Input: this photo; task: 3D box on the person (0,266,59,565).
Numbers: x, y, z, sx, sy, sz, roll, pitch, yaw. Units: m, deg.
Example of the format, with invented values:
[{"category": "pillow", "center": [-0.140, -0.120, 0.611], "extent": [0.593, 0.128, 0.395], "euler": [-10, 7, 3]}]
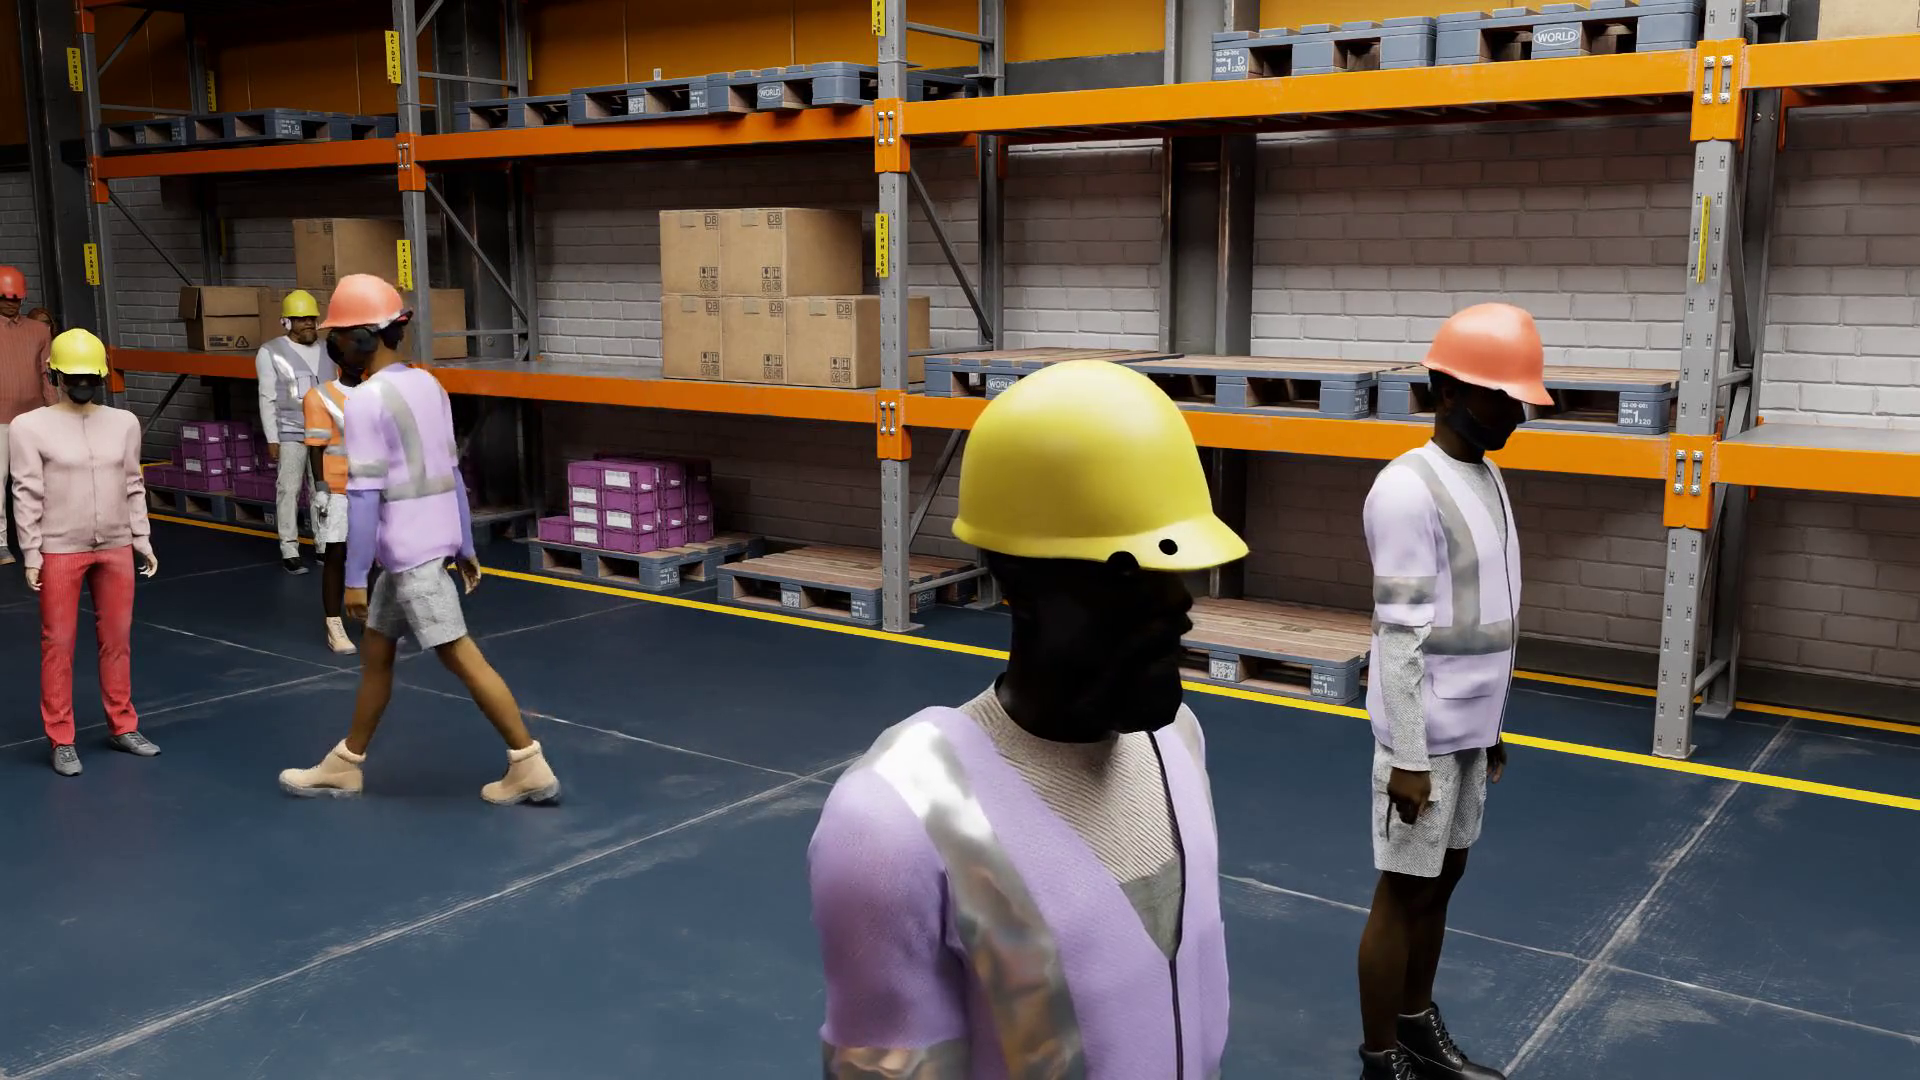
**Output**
[{"category": "person", "center": [-6.355, -0.836, 11.184], "extent": [0.393, 1.985, 0.611], "euler": [7, 12, 36]}]

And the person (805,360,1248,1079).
[{"category": "person", "center": [0.103, 0.781, 1.723], "extent": [0.370, 1.928, 0.585], "euler": [7, 12, 36]}]

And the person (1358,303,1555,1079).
[{"category": "person", "center": [1.139, 0.426, 3.843], "extent": [0.374, 1.927, 0.542], "euler": [7, 12, 36]}]

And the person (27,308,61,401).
[{"category": "person", "center": [-7.668, -1.128, 13.965], "extent": [0.279, 1.634, 0.498], "euler": [7, 12, 36]}]

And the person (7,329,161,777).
[{"category": "person", "center": [-3.469, 0.043, 6.628], "extent": [0.328, 1.760, 0.524], "euler": [7, 12, 36]}]

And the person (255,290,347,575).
[{"category": "person", "center": [-4.254, -0.703, 10.838], "extent": [0.403, 1.835, 0.588], "euler": [7, 12, 36]}]

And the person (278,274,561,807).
[{"category": "person", "center": [-1.996, 0.025, 6.093], "extent": [1.103, 1.980, 0.616], "euler": [1, 10, 3]}]

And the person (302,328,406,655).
[{"category": "person", "center": [-3.136, -0.266, 8.644], "extent": [0.320, 1.698, 0.531], "euler": [7, 12, 36]}]
